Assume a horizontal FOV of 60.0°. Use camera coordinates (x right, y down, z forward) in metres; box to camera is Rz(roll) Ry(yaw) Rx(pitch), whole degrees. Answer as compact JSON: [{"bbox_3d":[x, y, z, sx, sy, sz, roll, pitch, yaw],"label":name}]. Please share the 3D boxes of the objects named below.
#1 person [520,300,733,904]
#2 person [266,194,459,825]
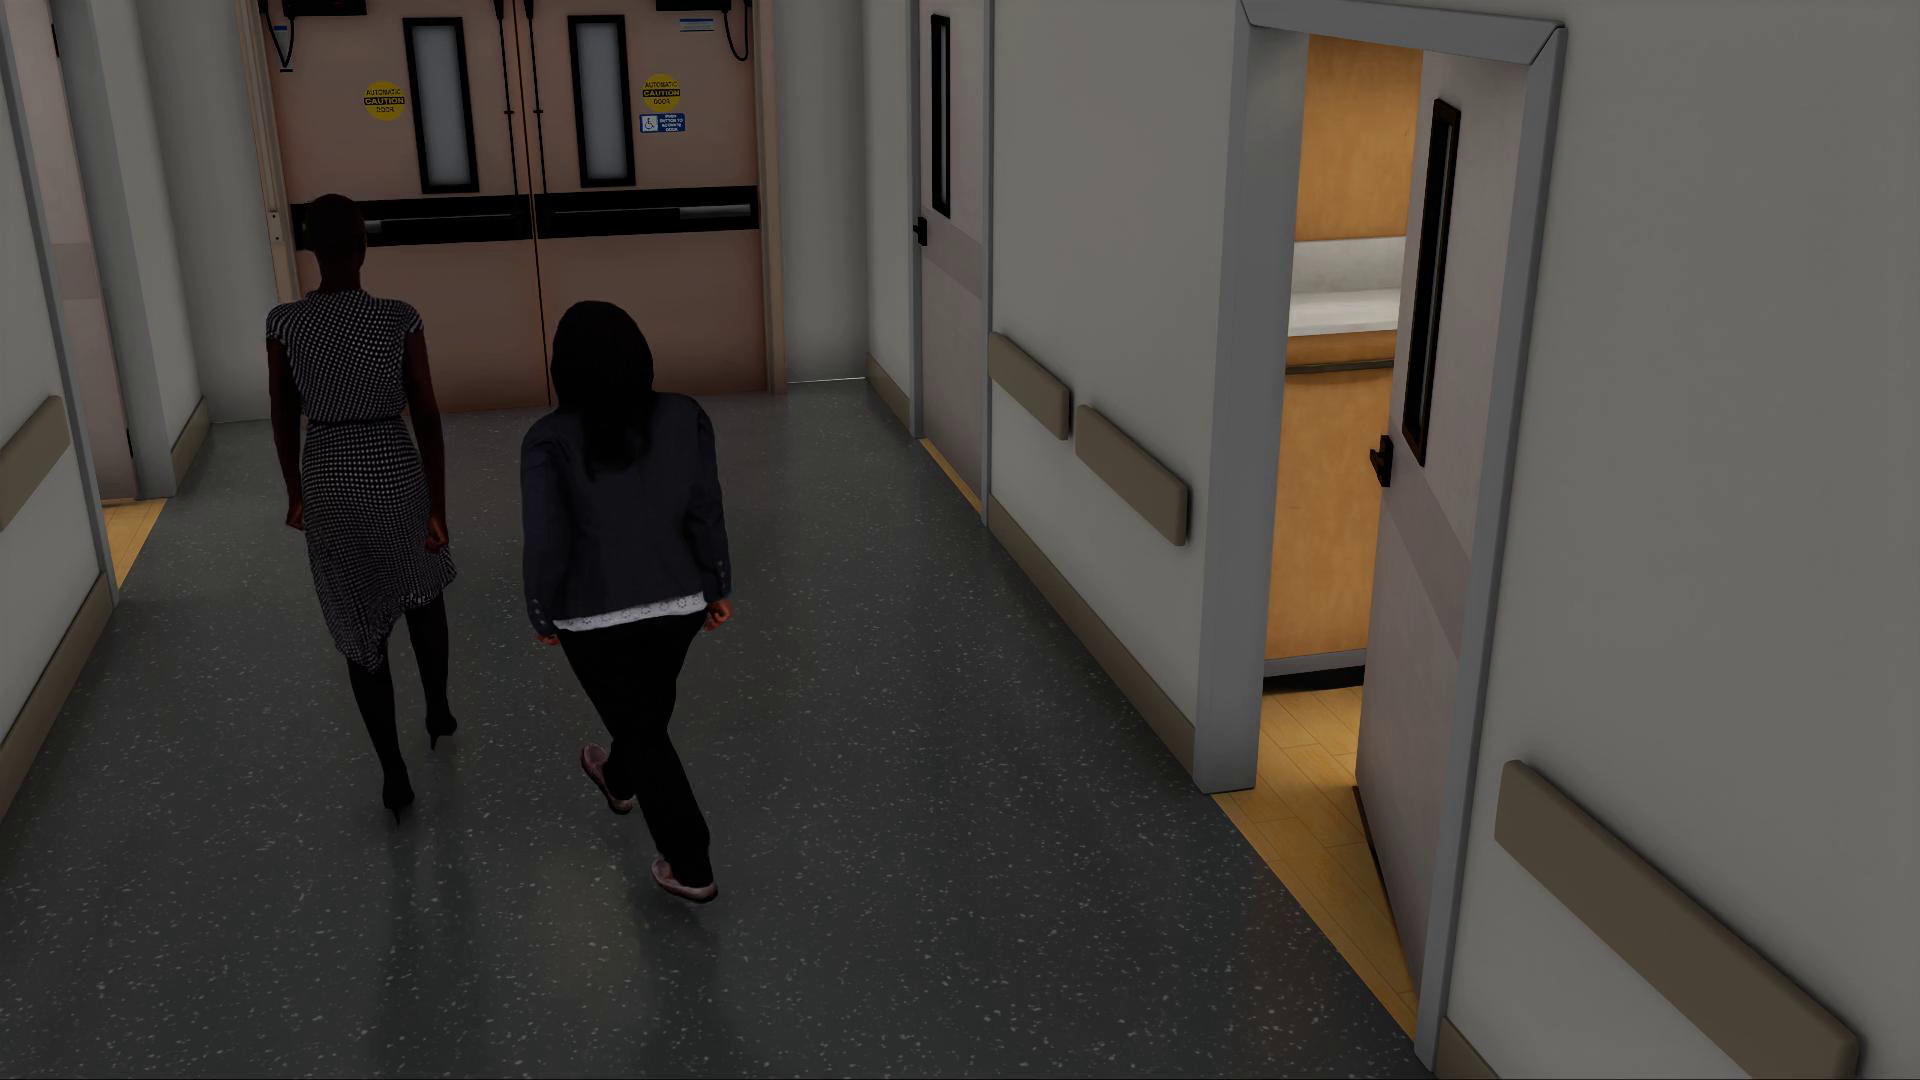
[{"bbox_3d":[-0.814,0.201,4.315,0.964,1.550,1.169,-16,26,-37],"label":"person"},{"bbox_3d":[-1.657,-0.032,4.625,0.617,1.766,0.828,-6,22,-16],"label":"person"}]
